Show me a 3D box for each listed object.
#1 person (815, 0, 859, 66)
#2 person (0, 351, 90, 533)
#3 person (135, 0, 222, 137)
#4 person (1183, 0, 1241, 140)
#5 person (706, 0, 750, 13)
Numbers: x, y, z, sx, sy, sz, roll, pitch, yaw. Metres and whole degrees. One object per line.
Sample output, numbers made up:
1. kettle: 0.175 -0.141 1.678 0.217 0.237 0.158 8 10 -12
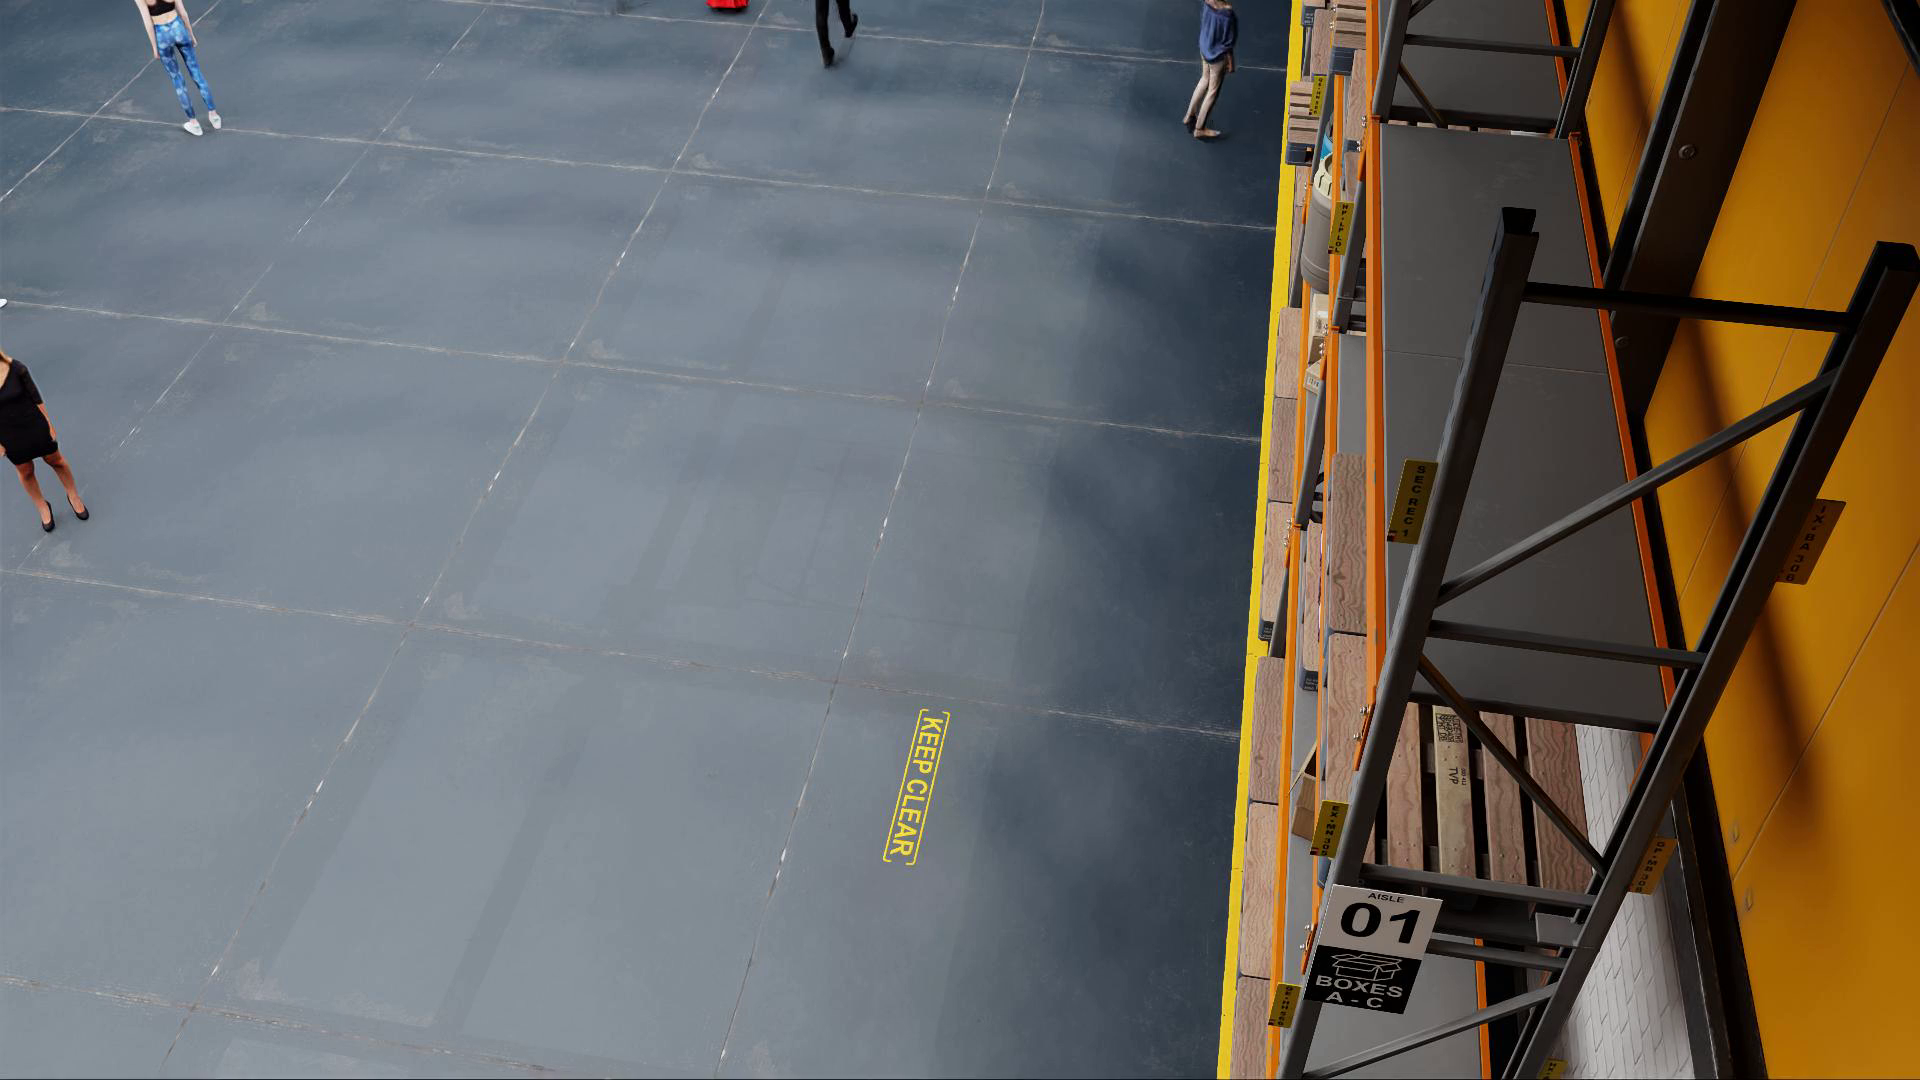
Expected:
1. person: -1.338 -5.622 16.704 0.679 1.741 1.038 9 44 10
2. person: -6.574 -0.774 11.662 0.606 1.677 0.646 -21 48 -21
3. person: -7.426 -4.686 15.697 0.661 1.785 0.731 -31 52 -29
4. person: 2.381 -4.560 15.639 0.894 1.683 0.758 -23 48 -22
5. person: -2.505 -6.457 17.556 0.641 1.786 0.590 6 44 6
